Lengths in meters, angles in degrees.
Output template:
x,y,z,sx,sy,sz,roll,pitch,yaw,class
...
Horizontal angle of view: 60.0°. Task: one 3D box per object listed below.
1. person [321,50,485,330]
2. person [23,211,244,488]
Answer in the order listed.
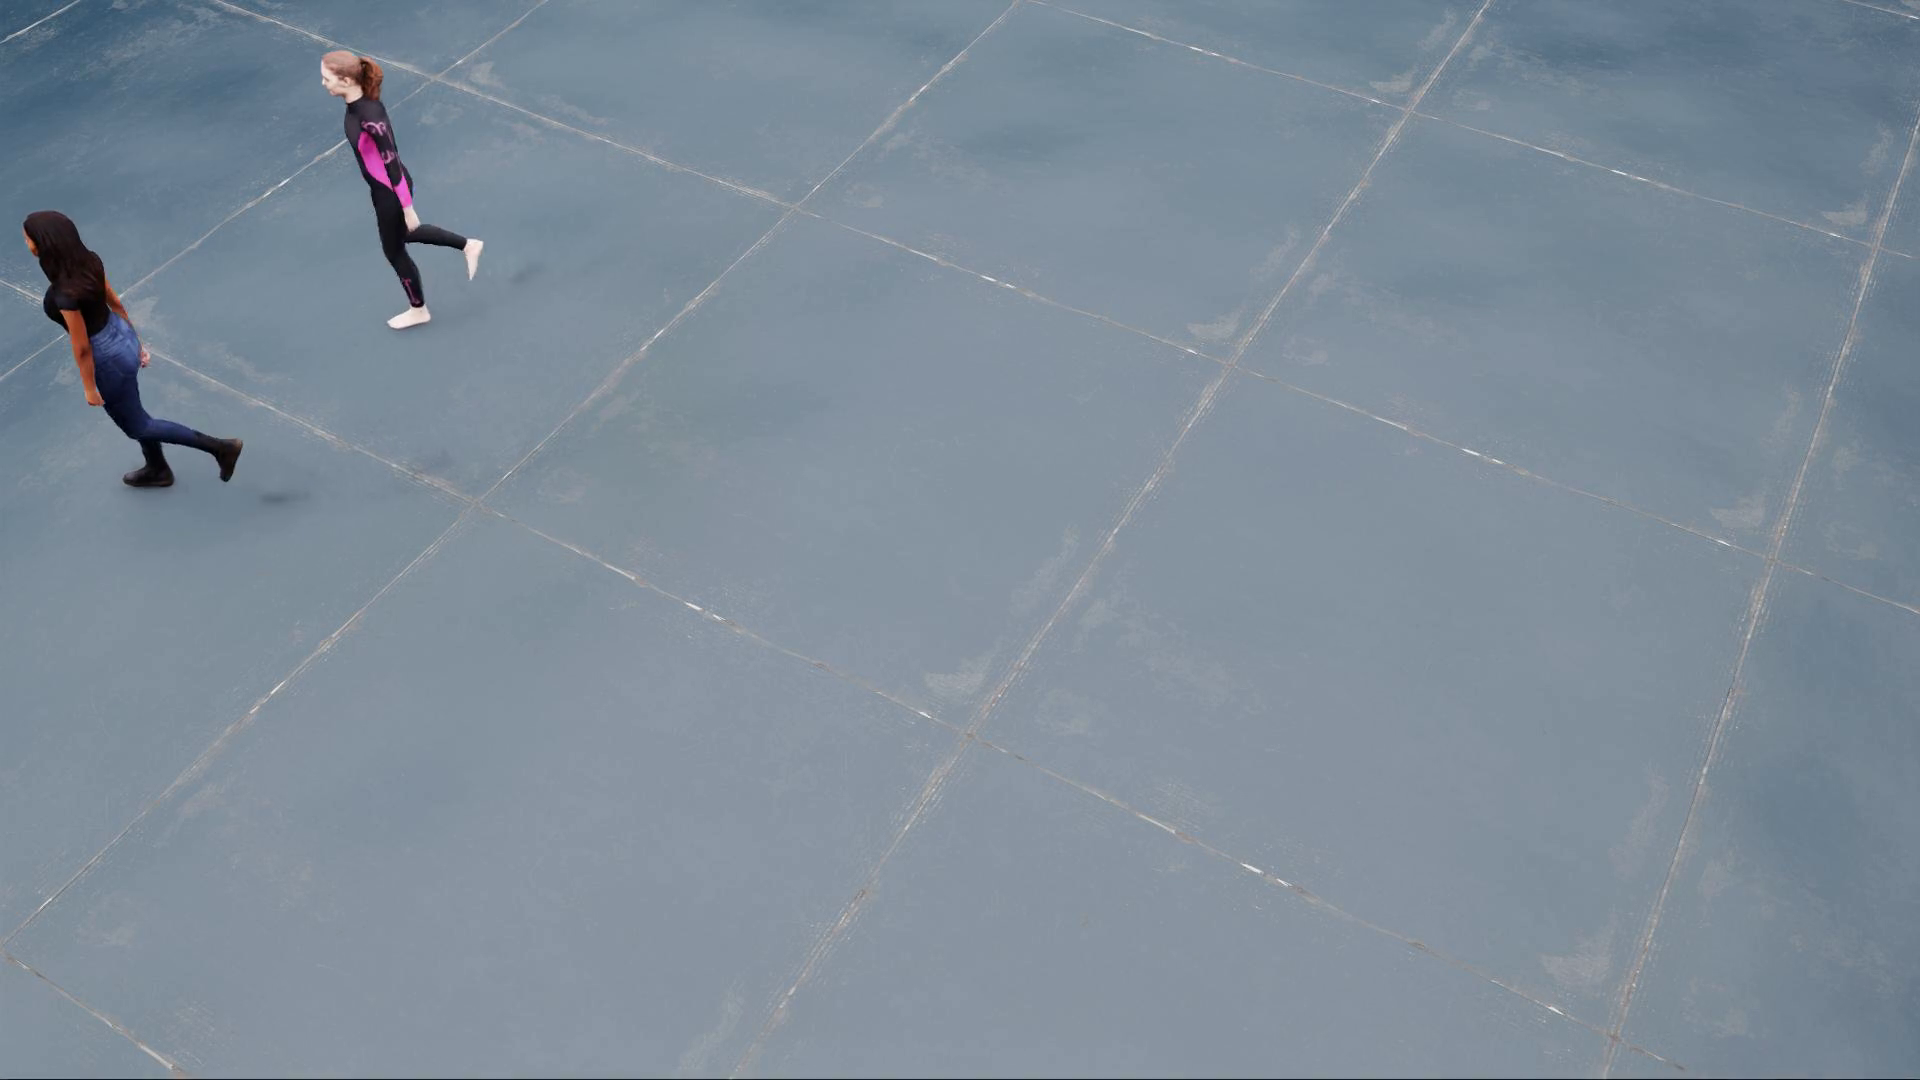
x,y,z,sx,sy,sz,roll,pitch,yaw,class
-3.055,-1.948,9.191,0.923,1.729,0.941,-24,52,-21,person
-4.077,-0.869,8.200,1.023,1.719,0.883,-3,47,-2,person
